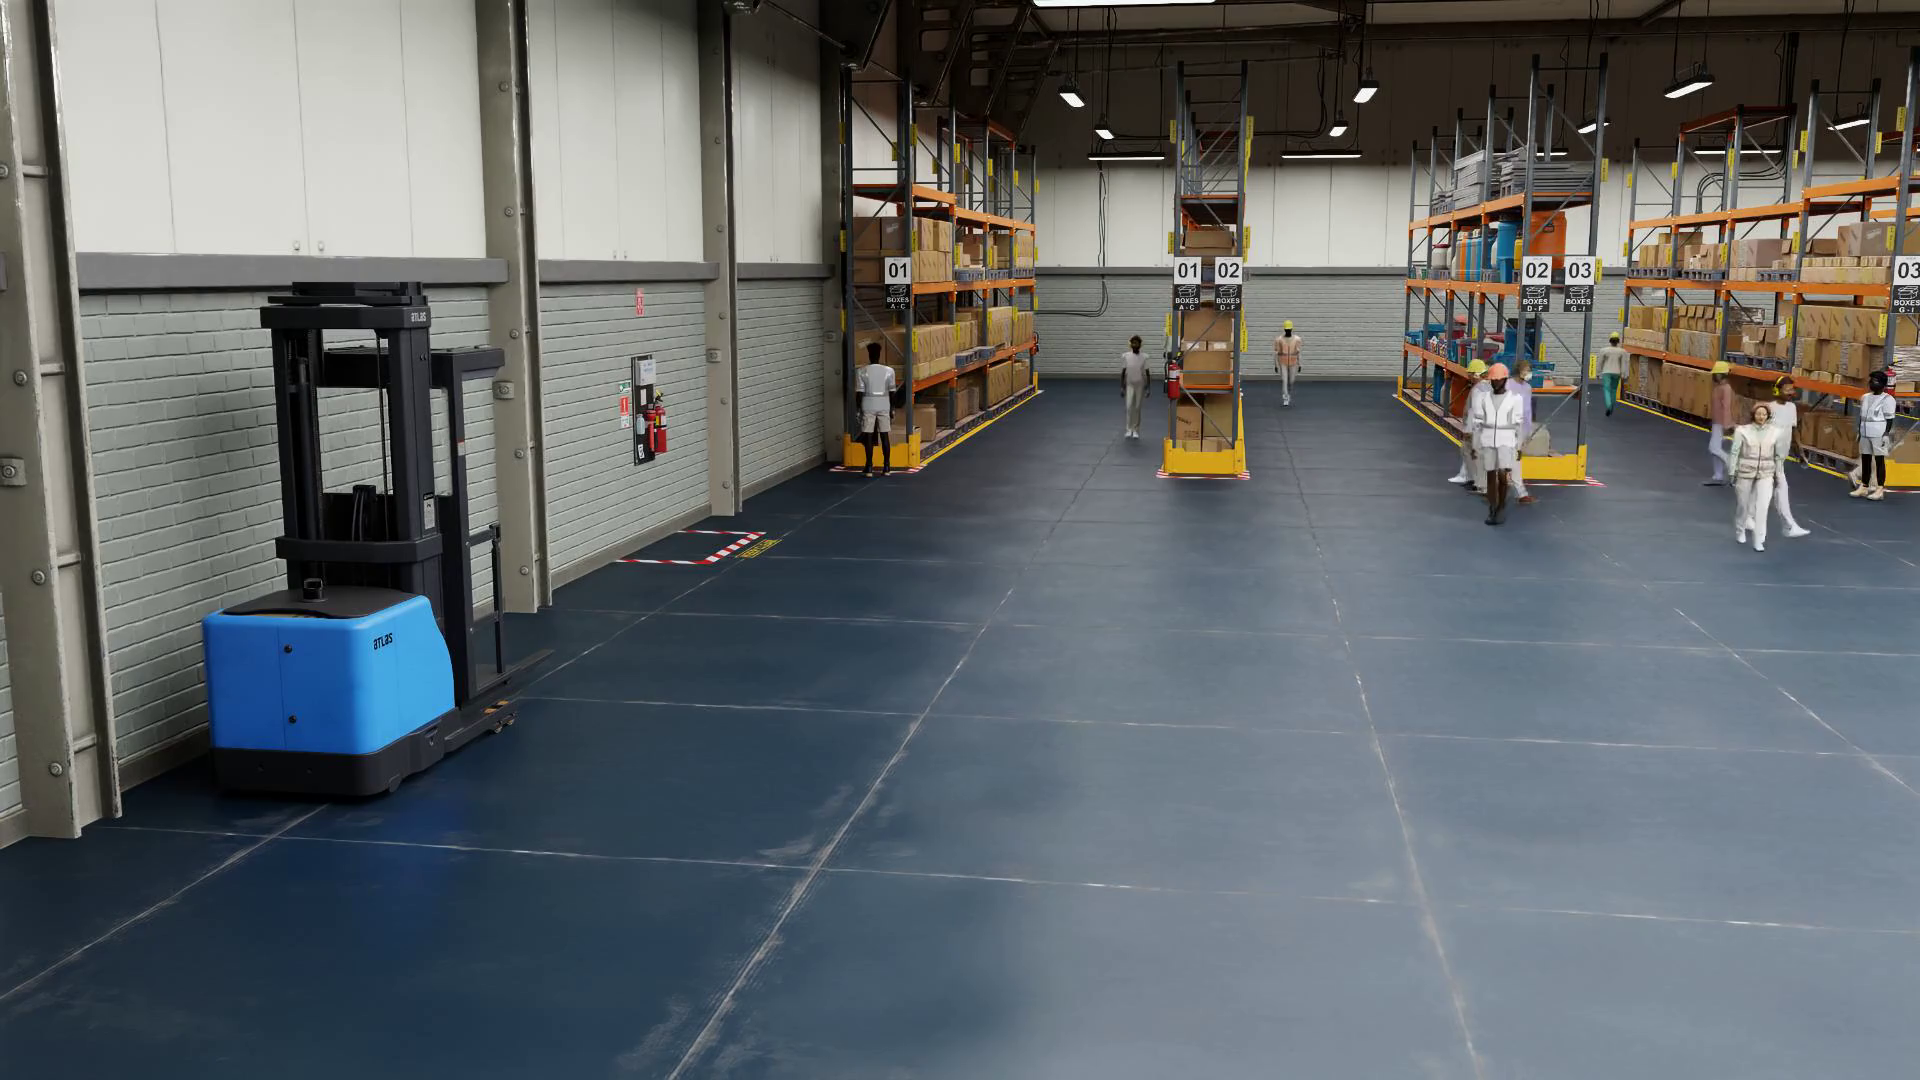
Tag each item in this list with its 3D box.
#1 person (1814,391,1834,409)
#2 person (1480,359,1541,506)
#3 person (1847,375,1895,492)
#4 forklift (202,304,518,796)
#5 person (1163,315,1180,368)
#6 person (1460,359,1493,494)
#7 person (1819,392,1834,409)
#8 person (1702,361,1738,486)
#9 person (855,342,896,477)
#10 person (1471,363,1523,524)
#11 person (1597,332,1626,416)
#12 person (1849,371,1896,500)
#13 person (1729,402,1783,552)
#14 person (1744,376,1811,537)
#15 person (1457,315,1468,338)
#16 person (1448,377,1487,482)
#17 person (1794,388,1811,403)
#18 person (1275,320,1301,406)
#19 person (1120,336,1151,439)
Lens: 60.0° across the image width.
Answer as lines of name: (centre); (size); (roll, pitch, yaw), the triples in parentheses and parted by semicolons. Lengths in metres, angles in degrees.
person: (18.780, -3.797, 36.098); (0.635, 1.936, 0.354); (1, 9, 5)
person: (7.158, -1.387, 21.410); (0.634, 1.875, 1.014); (-9, 13, -42)
person: (12.354, -1.444, 22.550); (0.630, 1.618, 0.510); (-2, 9, -10)
forklift: (-3.673, -0.038, 10.147); (1.129, 2.768, 1.873); (1, 9, 9)
person: (5.478, -4.789, 42.233); (0.650, 1.937, 1.028); (2, 9, 11)
person: (6.954, -1.541, 22.549); (0.513, 1.814, 0.625); (4, 10, 26)
person: (17.764, -3.386, 33.926); (0.622, 1.815, 0.470); (1, 9, 3)
person: (10.662, -1.626, 23.299); (0.418, 1.755, 0.526); (2, 9, 11)
person: (-1.244, -1.921, 24.445); (0.613, 1.962, 0.362); (-3, 10, -17)
person: (6.338, -1.128, 19.681); (0.581, 1.917, 0.553); (6, 11, 32)
person: (13.628, -3.481, 34.751); (0.520, 1.736, 0.836); (1, 9, 9)
person: (12.075, -1.387, 21.978); (0.316, 1.696, 0.541); (-2, 10, -15)
person: (8.661, -0.719, 18.145); (0.528, 1.603, 0.829); (3, 10, 17)
person: (9.367, -0.967, 19.025); (0.537, 1.823, 0.972); (-5, 11, -29)
person: (12.417, -4.577, 41.019); (0.896, 1.899, 0.566); (-2, 10, -15)
person: (7.391, -1.620, 23.662); (0.755, 1.606, 0.504); (1, 9, 8)
person: (17.834, -3.580, 35.112); (0.557, 1.838, 0.867); (0, 9, 0)
person: (7.352, -3.983, 37.345); (0.596, 1.904, 0.681); (0, 9, 3)
person: (3.135, -2.718, 29.741); (0.554, 1.836, 0.859); (1, 9, 6)
